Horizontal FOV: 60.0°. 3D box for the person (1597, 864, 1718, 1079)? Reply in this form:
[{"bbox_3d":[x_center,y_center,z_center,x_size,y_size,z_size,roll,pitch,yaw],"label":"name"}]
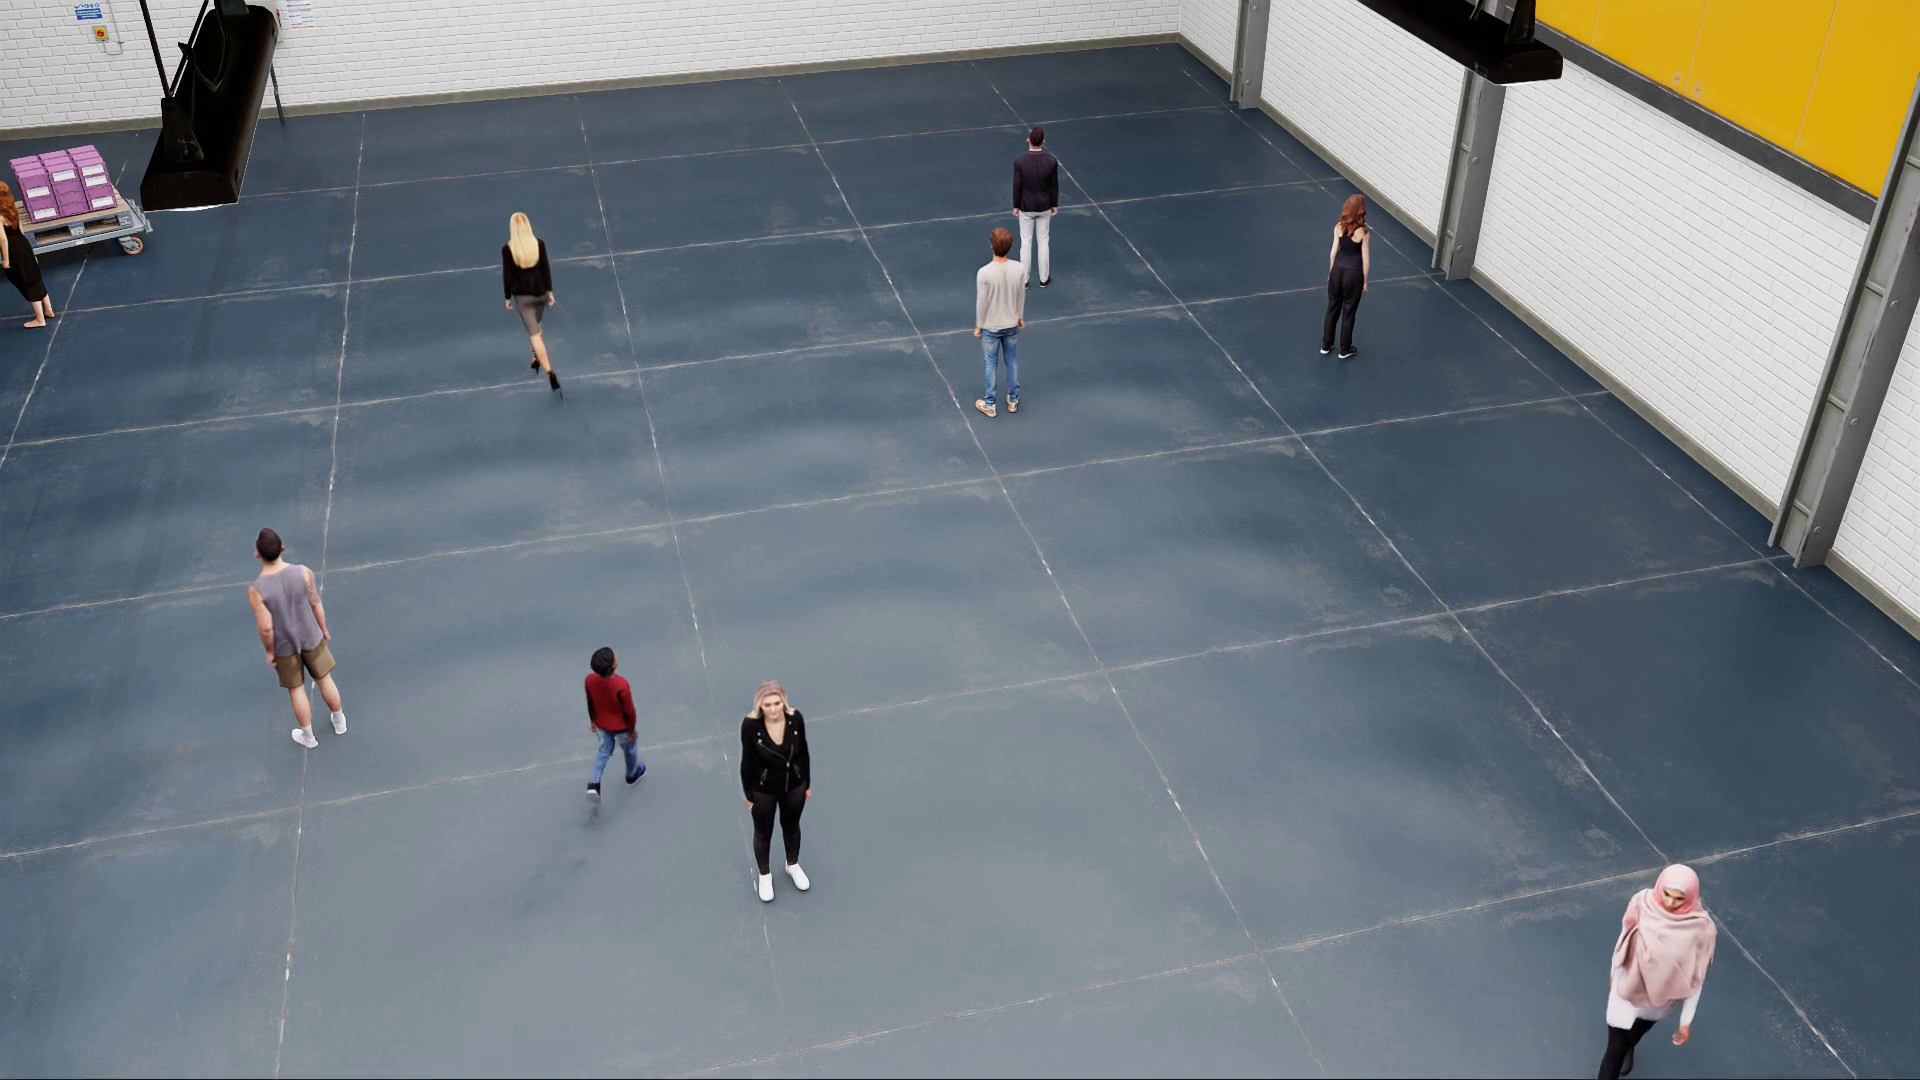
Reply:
[{"bbox_3d":[3.843,2.454,9.237,1.139,1.749,1.222,16,37,23],"label":"person"}]

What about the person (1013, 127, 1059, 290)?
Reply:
[{"bbox_3d":[0.827,-3.668,18.361,0.702,1.844,0.639,-1,34,-1],"label":"person"}]

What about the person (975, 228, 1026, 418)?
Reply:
[{"bbox_3d":[0.387,-2.075,15.910,0.667,1.905,0.598,-12,35,-17],"label":"person"}]

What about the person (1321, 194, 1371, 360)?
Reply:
[{"bbox_3d":[3.945,-2.700,16.992,0.643,1.748,0.720,22,40,30],"label":"person"}]

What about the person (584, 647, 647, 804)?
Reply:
[{"bbox_3d":[-2.416,1.286,11.455,0.743,1.240,0.861,11,35,16],"label":"person"}]

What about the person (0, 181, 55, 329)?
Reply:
[{"bbox_3d":[-9.976,-3.042,17.619,0.697,1.624,0.590,1,34,2],"label":"person"}]

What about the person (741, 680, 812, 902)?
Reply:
[{"bbox_3d":[-1.169,1.572,10.622,0.617,1.685,0.551,-11,35,-16],"label":"person"}]

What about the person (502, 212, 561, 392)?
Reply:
[{"bbox_3d":[-4.184,-2.298,16.335,0.845,1.807,1.209,-19,38,-26],"label":"person"}]

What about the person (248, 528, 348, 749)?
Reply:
[{"bbox_3d":[-4.739,0.699,11.853,0.717,1.847,0.728,-26,41,-33],"label":"person"}]
